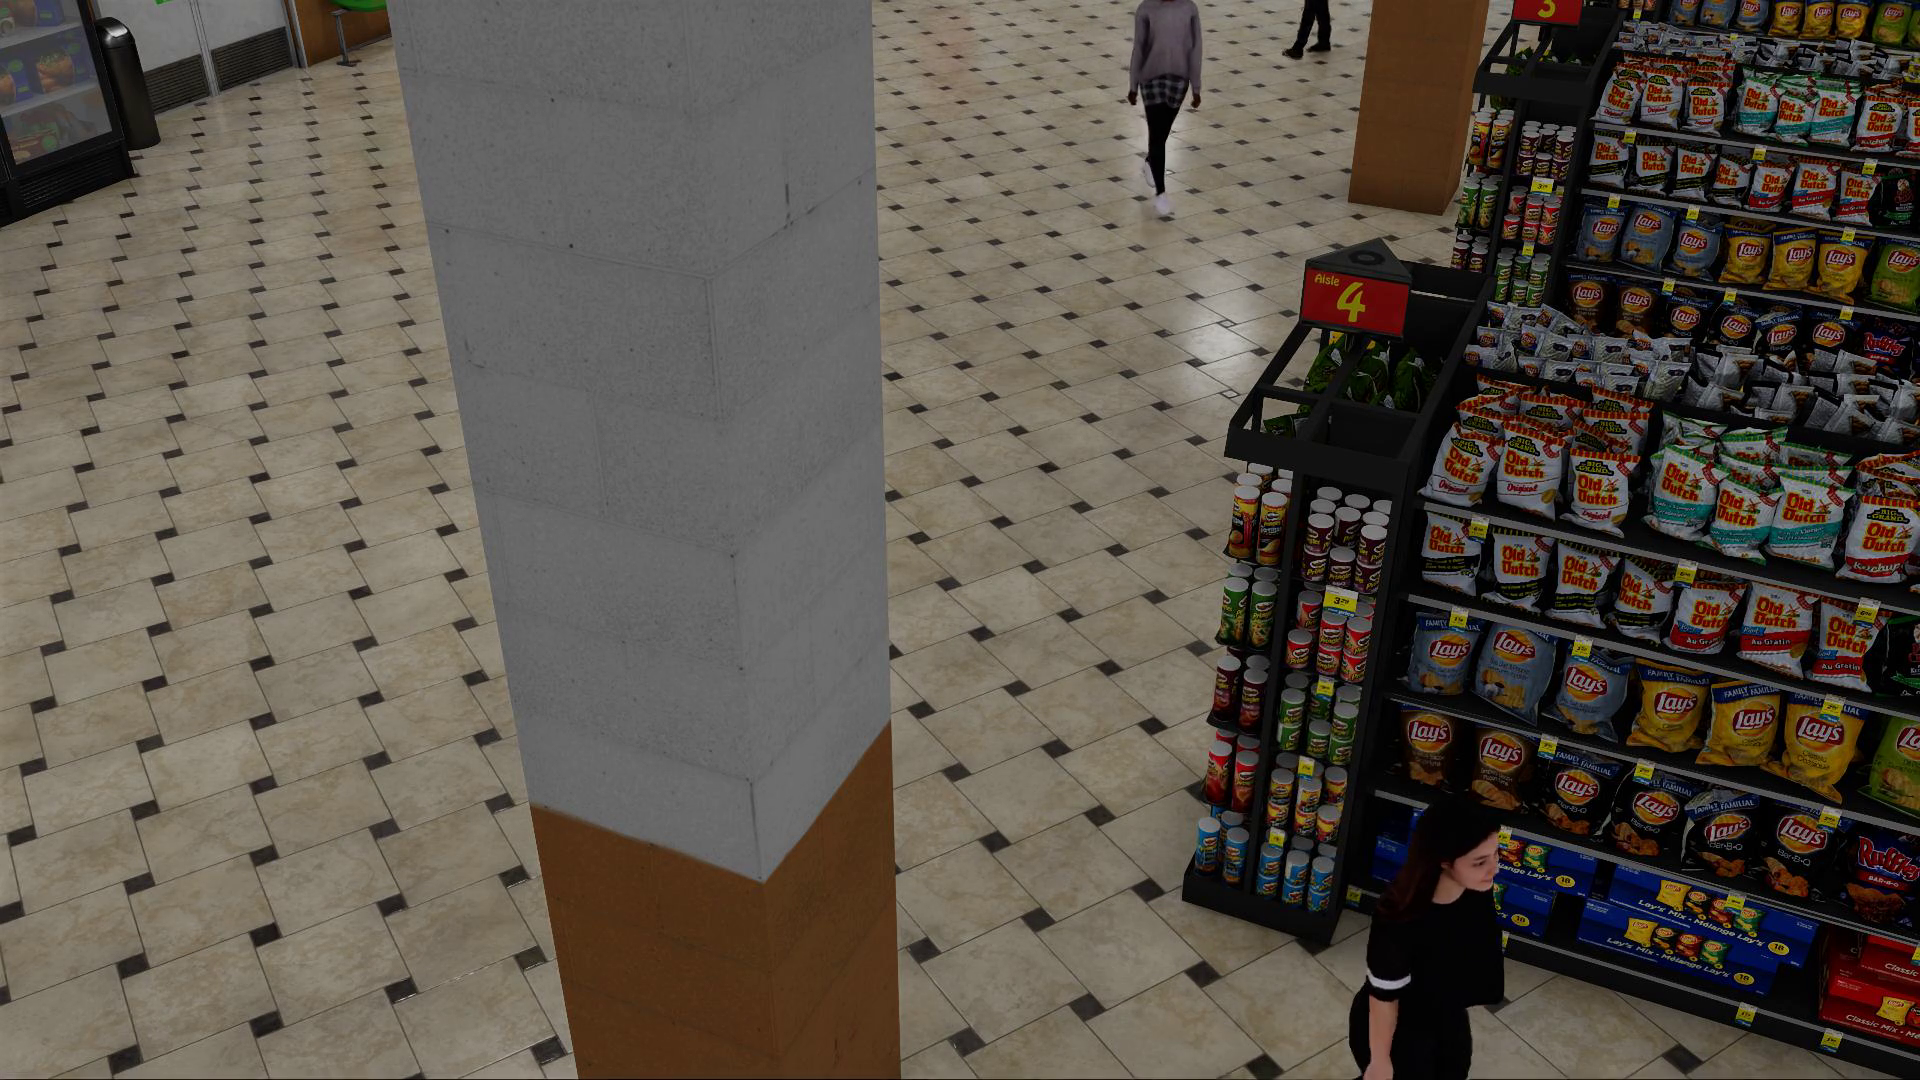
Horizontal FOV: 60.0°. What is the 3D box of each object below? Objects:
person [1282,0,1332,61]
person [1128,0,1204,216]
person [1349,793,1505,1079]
[{"bbox_3d":[3.345,-5.301,15.140,1.003,1.768,1.001,-19,37,-28],"label":"person"},{"bbox_3d":[1.446,-3.296,11.946,1.181,1.738,1.130,-5,32,-8],"label":"person"},{"bbox_3d":[1.215,1.305,4.654,0.778,1.631,0.882,-24,39,-34],"label":"person"}]
